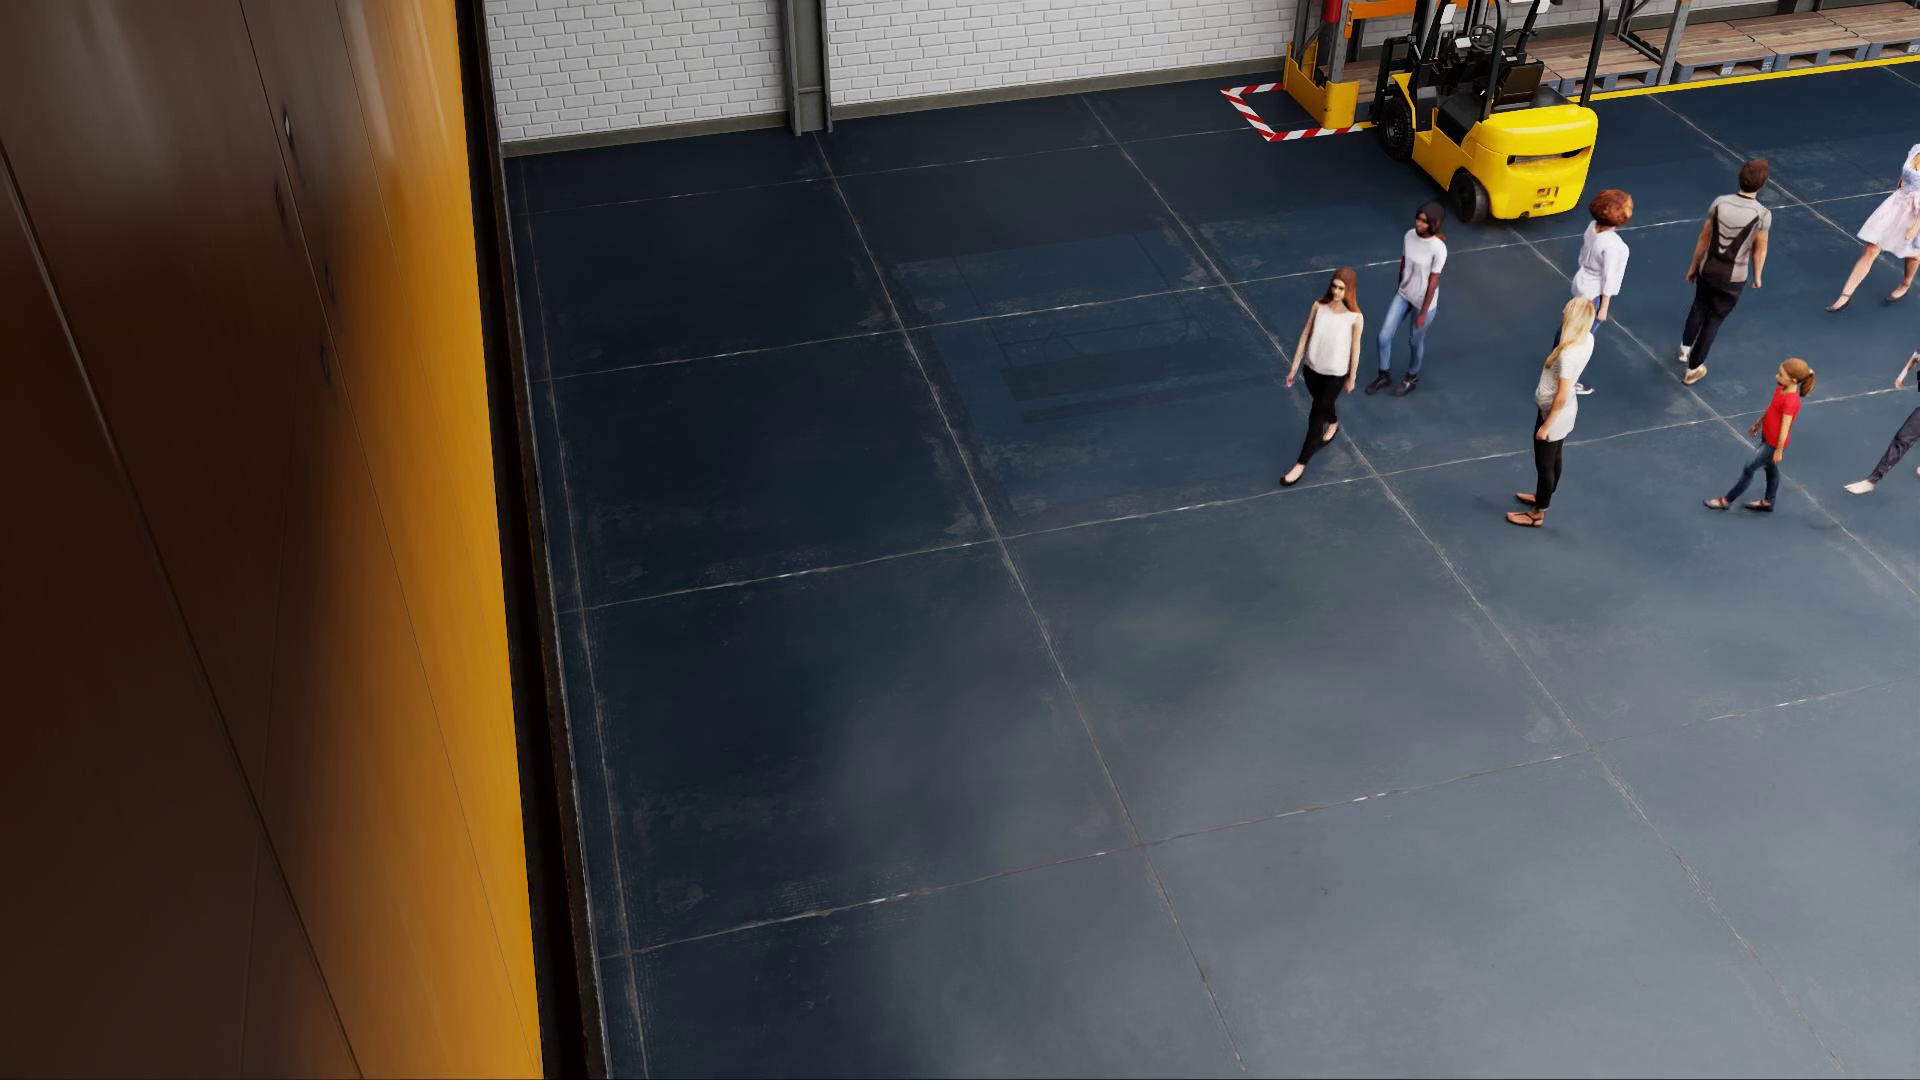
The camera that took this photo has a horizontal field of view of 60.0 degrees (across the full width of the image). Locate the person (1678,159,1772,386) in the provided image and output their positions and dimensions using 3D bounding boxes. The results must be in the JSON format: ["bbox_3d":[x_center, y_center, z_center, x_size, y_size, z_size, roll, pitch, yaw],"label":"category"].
[{"bbox_3d":[6.004,-2.075,13.165,0.907,1.876,0.844,-31,48,-33],"label":"person"}]

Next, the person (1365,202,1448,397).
[{"bbox_3d":[3.629,-1.886,13.064,0.776,1.707,0.703,-26,45,-29],"label":"person"}]

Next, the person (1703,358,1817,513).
[{"bbox_3d":[5.905,-0.713,11.927,0.833,1.292,0.714,9,39,11],"label":"person"}]

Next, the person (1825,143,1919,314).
[{"bbox_3d":[8.062,-2.701,14.045,1.202,1.756,0.731,-15,41,-17],"label":"person"}]

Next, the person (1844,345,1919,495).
[{"bbox_3d":[7.171,-1.101,12.080,1.170,1.708,0.621,-10,40,-13],"label":"person"}]

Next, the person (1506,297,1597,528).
[{"bbox_3d":[4.213,-0.894,11.726,0.747,1.825,0.683,21,43,24],"label":"person"}]

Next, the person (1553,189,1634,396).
[{"bbox_3d":[4.993,-1.988,13.188,0.639,1.711,0.681,-3,39,-4],"label":"person"}]

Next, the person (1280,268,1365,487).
[{"bbox_3d":[2.745,-1.282,12.330,0.971,1.678,1.200,30,48,32],"label":"person"}]
